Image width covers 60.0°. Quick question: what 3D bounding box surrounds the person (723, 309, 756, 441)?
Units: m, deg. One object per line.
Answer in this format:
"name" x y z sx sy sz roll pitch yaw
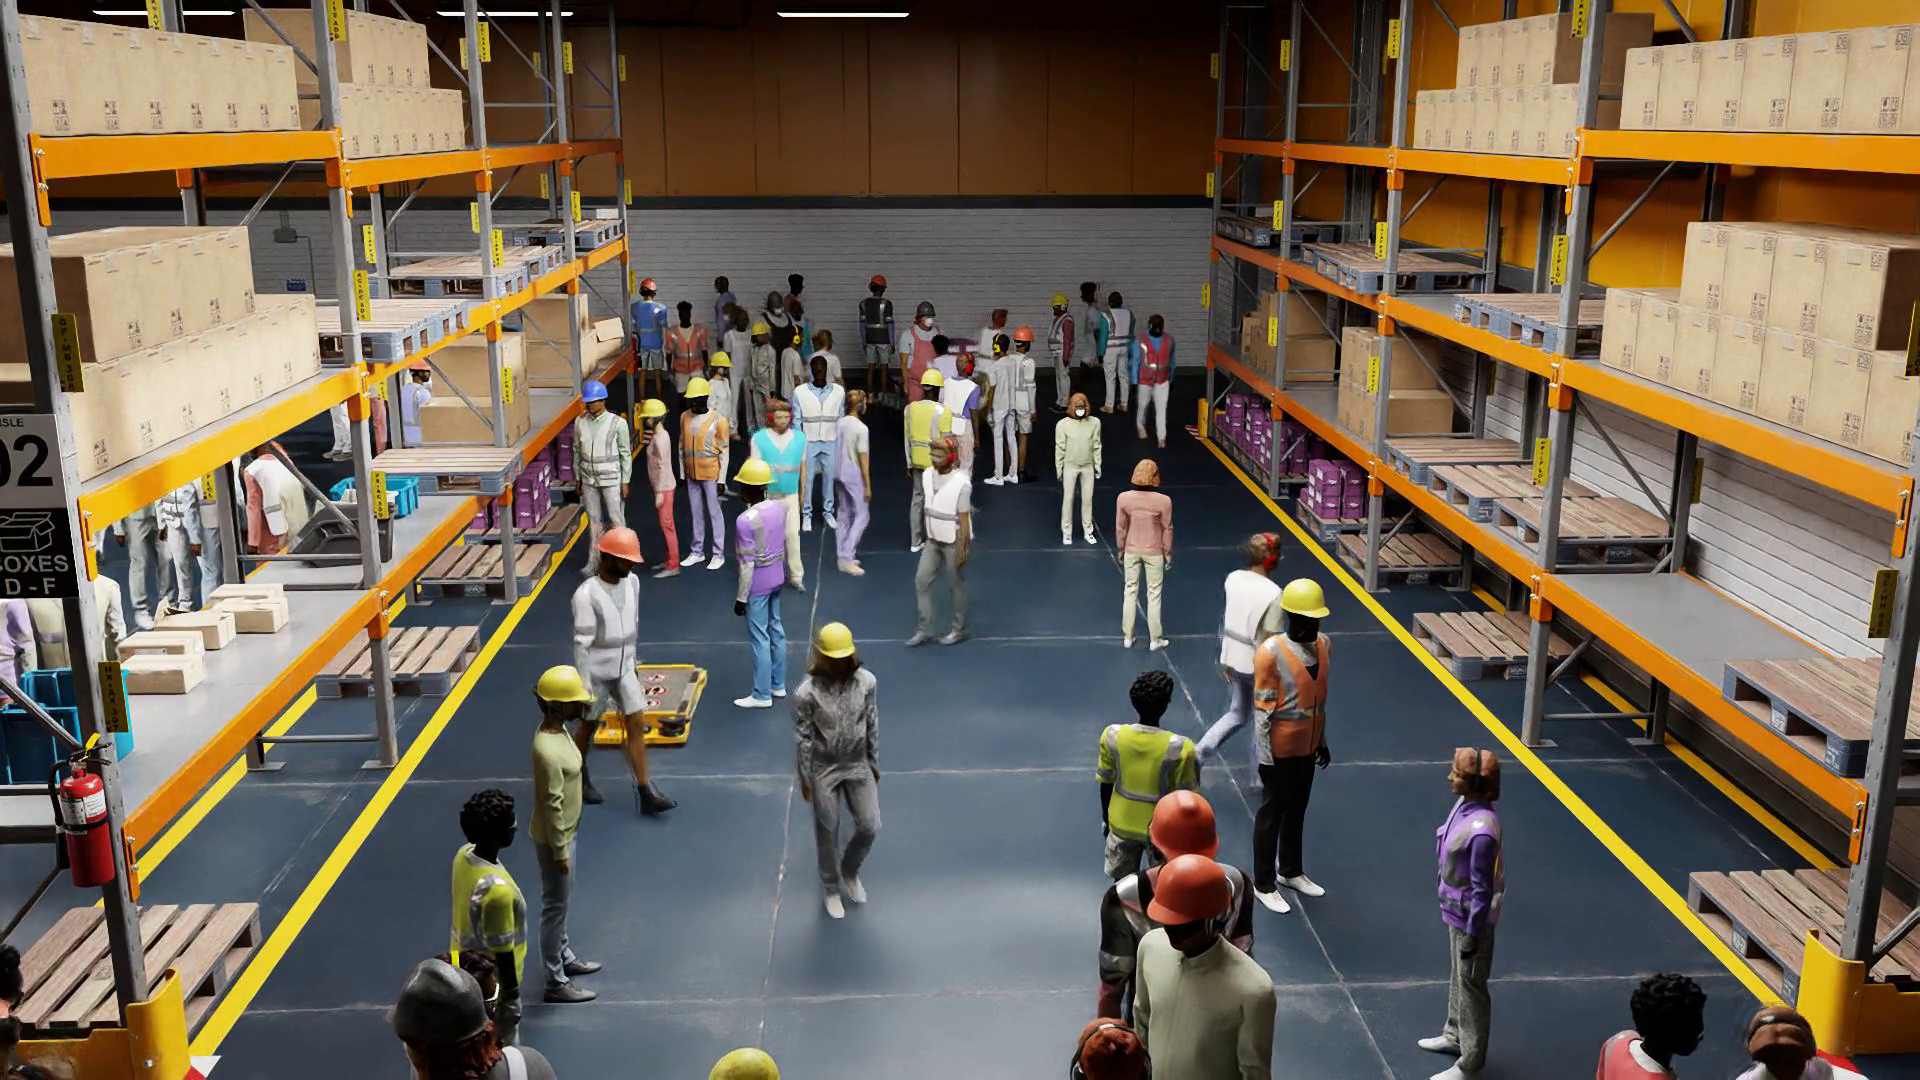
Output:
"person" -3.036 -2.297 23.140 0.502 1.840 0.346 -7 16 -24

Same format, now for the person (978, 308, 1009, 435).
"person" 0.425 -2.349 23.383 0.655 1.816 0.591 -10 17 -33

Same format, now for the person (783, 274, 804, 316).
"person" -2.687 -3.341 27.002 0.368 1.955 0.599 -3 15 -12

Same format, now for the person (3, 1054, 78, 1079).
"person" -2.569 2.340 5.005 0.544 1.811 0.382 0 14 -2

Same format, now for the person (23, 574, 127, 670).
"person" -5.611 0.853 10.613 0.591 1.917 0.379 -2 14 -9

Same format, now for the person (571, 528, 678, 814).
"person" -2.195 0.856 10.676 0.970 1.872 0.601 12 19 39

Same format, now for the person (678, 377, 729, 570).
"person" -2.559 -0.662 16.544 0.587 1.928 0.362 8 16 27

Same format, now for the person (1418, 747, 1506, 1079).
"person" 2.351 1.735 7.705 0.313 1.642 0.513 2 14 9

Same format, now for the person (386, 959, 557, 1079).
"person" -1.538 2.207 5.056 0.536 2.000 0.674 6 16 23

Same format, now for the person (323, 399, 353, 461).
"person" -8.189 -1.977 21.797 0.358 1.883 0.572 -12 18 -39

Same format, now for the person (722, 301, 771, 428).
"person" -3.107 -2.487 23.820 1.036 1.888 0.641 -10 17 -34

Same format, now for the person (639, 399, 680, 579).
"person" -2.941 -0.505 16.252 0.325 1.767 0.532 -3 15 -12

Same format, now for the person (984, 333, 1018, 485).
"person" 0.523 -1.594 20.344 0.510 1.860 0.333 -12 18 -38

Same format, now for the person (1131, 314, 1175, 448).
"person" 2.652 -2.222 22.926 0.630 1.805 0.953 -1 14 -6

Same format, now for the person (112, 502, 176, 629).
"person" -7.205 -0.177 14.683 0.399 1.909 0.606 9 17 30

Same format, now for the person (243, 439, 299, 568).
"person" -5.879 -0.066 14.249 0.405 1.907 0.601 2 14 9

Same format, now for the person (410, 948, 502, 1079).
"person" -1.607 2.197 5.437 0.310 1.868 0.532 -7 16 -27

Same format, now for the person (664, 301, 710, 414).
"person" -3.826 -2.399 23.373 0.625 1.927 0.613 -3 15 -13

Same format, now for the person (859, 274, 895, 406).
"person" -1.266 -3.104 25.900 0.605 2.043 0.384 8 16 29

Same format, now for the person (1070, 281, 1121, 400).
"person" 2.188 -3.141 26.336 1.039 1.907 0.621 4 15 16

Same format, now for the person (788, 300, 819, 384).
"person" -2.380 -2.703 24.805 0.582 1.806 0.806 -1 14 -5

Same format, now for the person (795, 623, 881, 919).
"person" -0.669 1.287 9.288 0.501 1.727 0.378 -6 16 -24

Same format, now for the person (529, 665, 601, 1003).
"person" -2.014 1.485 8.460 0.339 1.761 0.524 -2 14 -9

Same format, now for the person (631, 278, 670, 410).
"person" -4.720 -2.965 25.360 0.615 2.038 0.395 2 14 8

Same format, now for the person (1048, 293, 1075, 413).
"person" 1.540 -2.856 25.371 0.403 1.824 0.591 -3 15 -11

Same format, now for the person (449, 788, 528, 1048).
"person" -2.004 1.865 7.110 0.322 1.689 0.530 -10 17 -33

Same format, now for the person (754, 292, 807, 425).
"person" -2.609 -2.659 24.156 1.006 2.000 0.735 12 19 40

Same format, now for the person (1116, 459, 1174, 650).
"person" 1.559 0.123 14.047 0.498 1.634 0.278 6 16 23

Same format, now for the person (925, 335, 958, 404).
"person" -0.170 -1.846 21.700 0.590 1.661 0.386 -3 15 -10

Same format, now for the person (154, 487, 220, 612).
"person" -6.777 -0.147 14.606 0.583 1.882 0.338 2 14 6

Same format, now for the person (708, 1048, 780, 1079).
"person" -0.654 2.354 5.096 0.321 1.737 0.489 -3 15 -11
